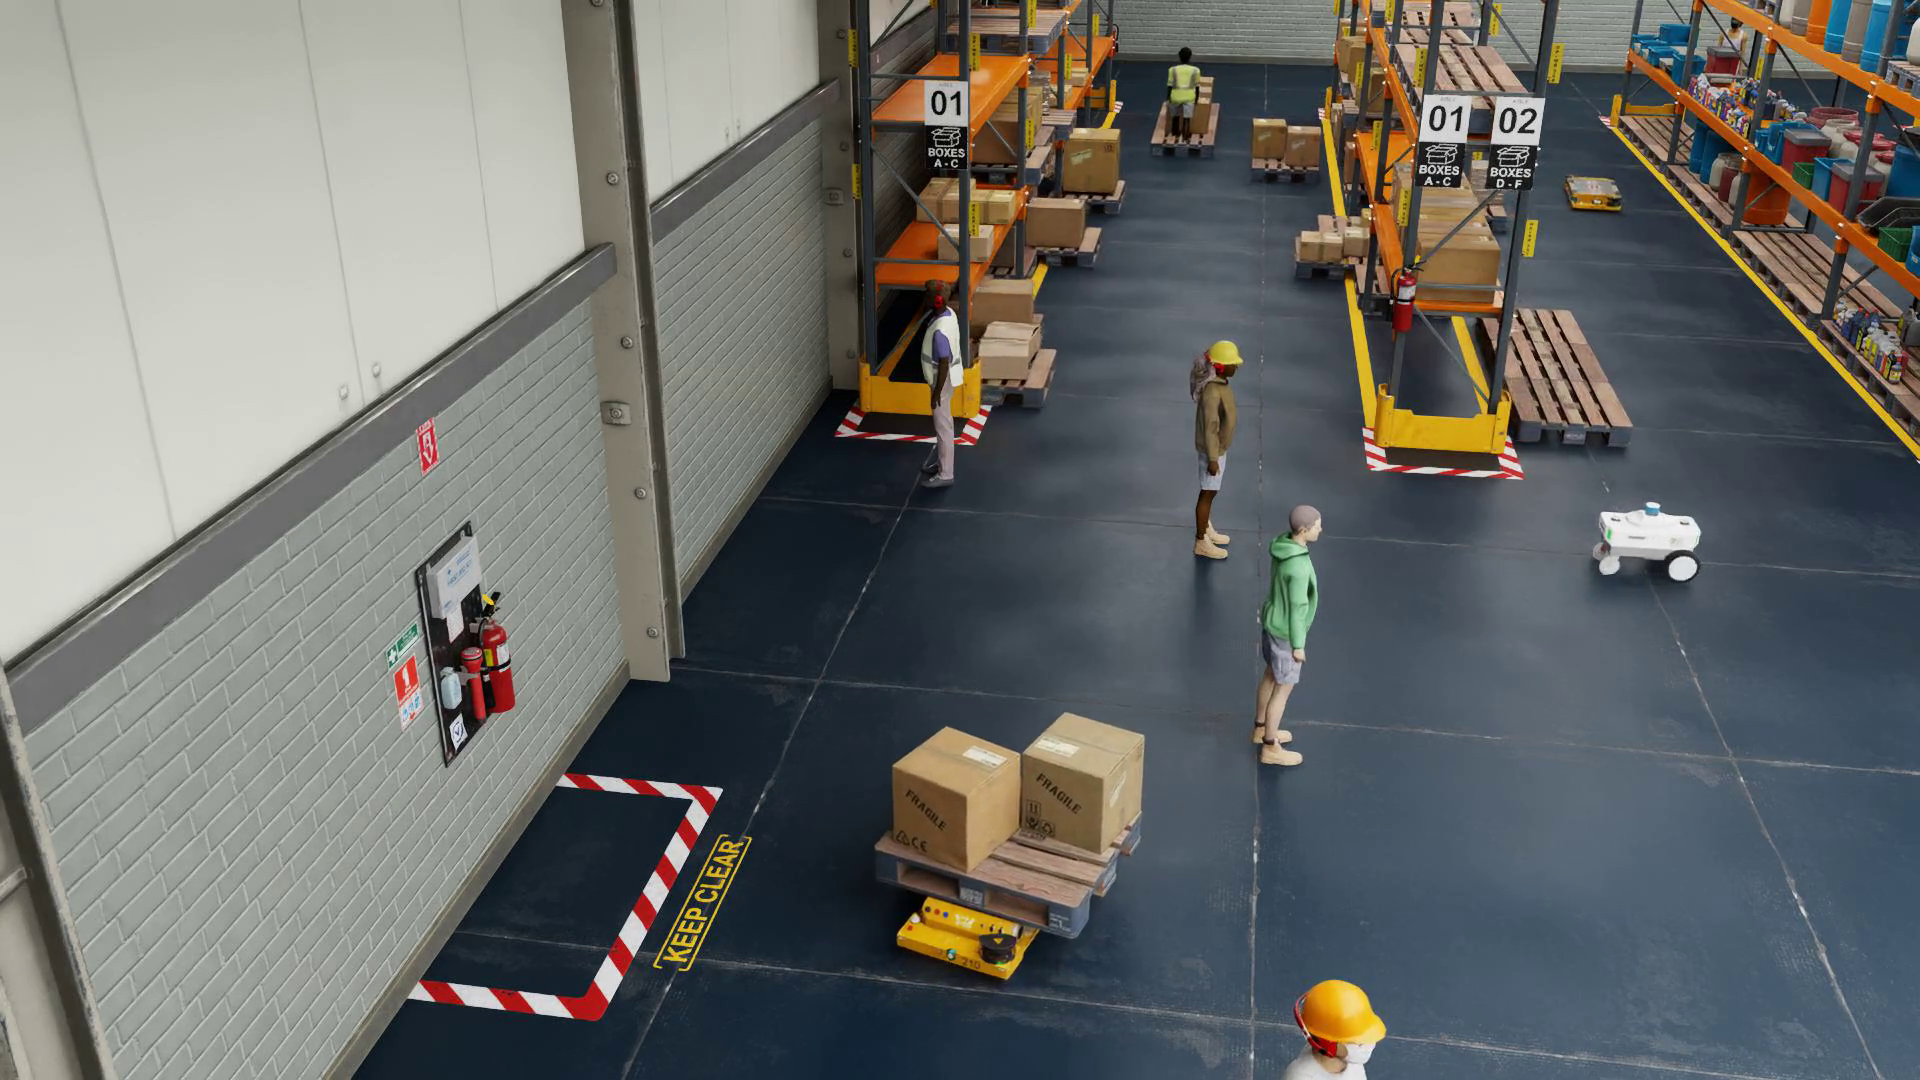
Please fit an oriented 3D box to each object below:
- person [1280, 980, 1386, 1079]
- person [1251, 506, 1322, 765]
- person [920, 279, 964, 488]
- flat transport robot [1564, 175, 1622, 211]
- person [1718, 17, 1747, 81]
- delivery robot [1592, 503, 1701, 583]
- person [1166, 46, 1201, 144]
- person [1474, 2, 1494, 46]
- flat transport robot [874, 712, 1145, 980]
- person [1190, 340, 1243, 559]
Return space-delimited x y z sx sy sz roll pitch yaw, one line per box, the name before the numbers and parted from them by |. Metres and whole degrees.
person | 1.333 2.433 6.229 0.353 1.898 0.566 16 29 31
person | 2.032 0.584 10.382 0.318 1.735 0.478 -2 25 -3
person | -0.160 -1.362 14.405 0.391 1.849 0.563 0 25 1
flat transport robot | 9.172 -5.030 24.123 0.659 0.231 1.431 6 26 13
person | 13.546 -8.355 29.363 0.511 1.859 0.387 12 28 25
delivery robot | 5.401 0.008 13.025 0.811 0.614 0.499 3 25 7
person | 3.625 -7.150 27.014 0.539 1.665 0.819 3 25 7
person | 9.816 -9.356 31.644 0.601 1.737 0.530 3 25 7
flat transport robot | 0.261 1.888 9.316 0.659 0.231 1.431 12 27 23
person | 1.986 -0.730 13.153 0.406 1.763 0.532 6 26 13
